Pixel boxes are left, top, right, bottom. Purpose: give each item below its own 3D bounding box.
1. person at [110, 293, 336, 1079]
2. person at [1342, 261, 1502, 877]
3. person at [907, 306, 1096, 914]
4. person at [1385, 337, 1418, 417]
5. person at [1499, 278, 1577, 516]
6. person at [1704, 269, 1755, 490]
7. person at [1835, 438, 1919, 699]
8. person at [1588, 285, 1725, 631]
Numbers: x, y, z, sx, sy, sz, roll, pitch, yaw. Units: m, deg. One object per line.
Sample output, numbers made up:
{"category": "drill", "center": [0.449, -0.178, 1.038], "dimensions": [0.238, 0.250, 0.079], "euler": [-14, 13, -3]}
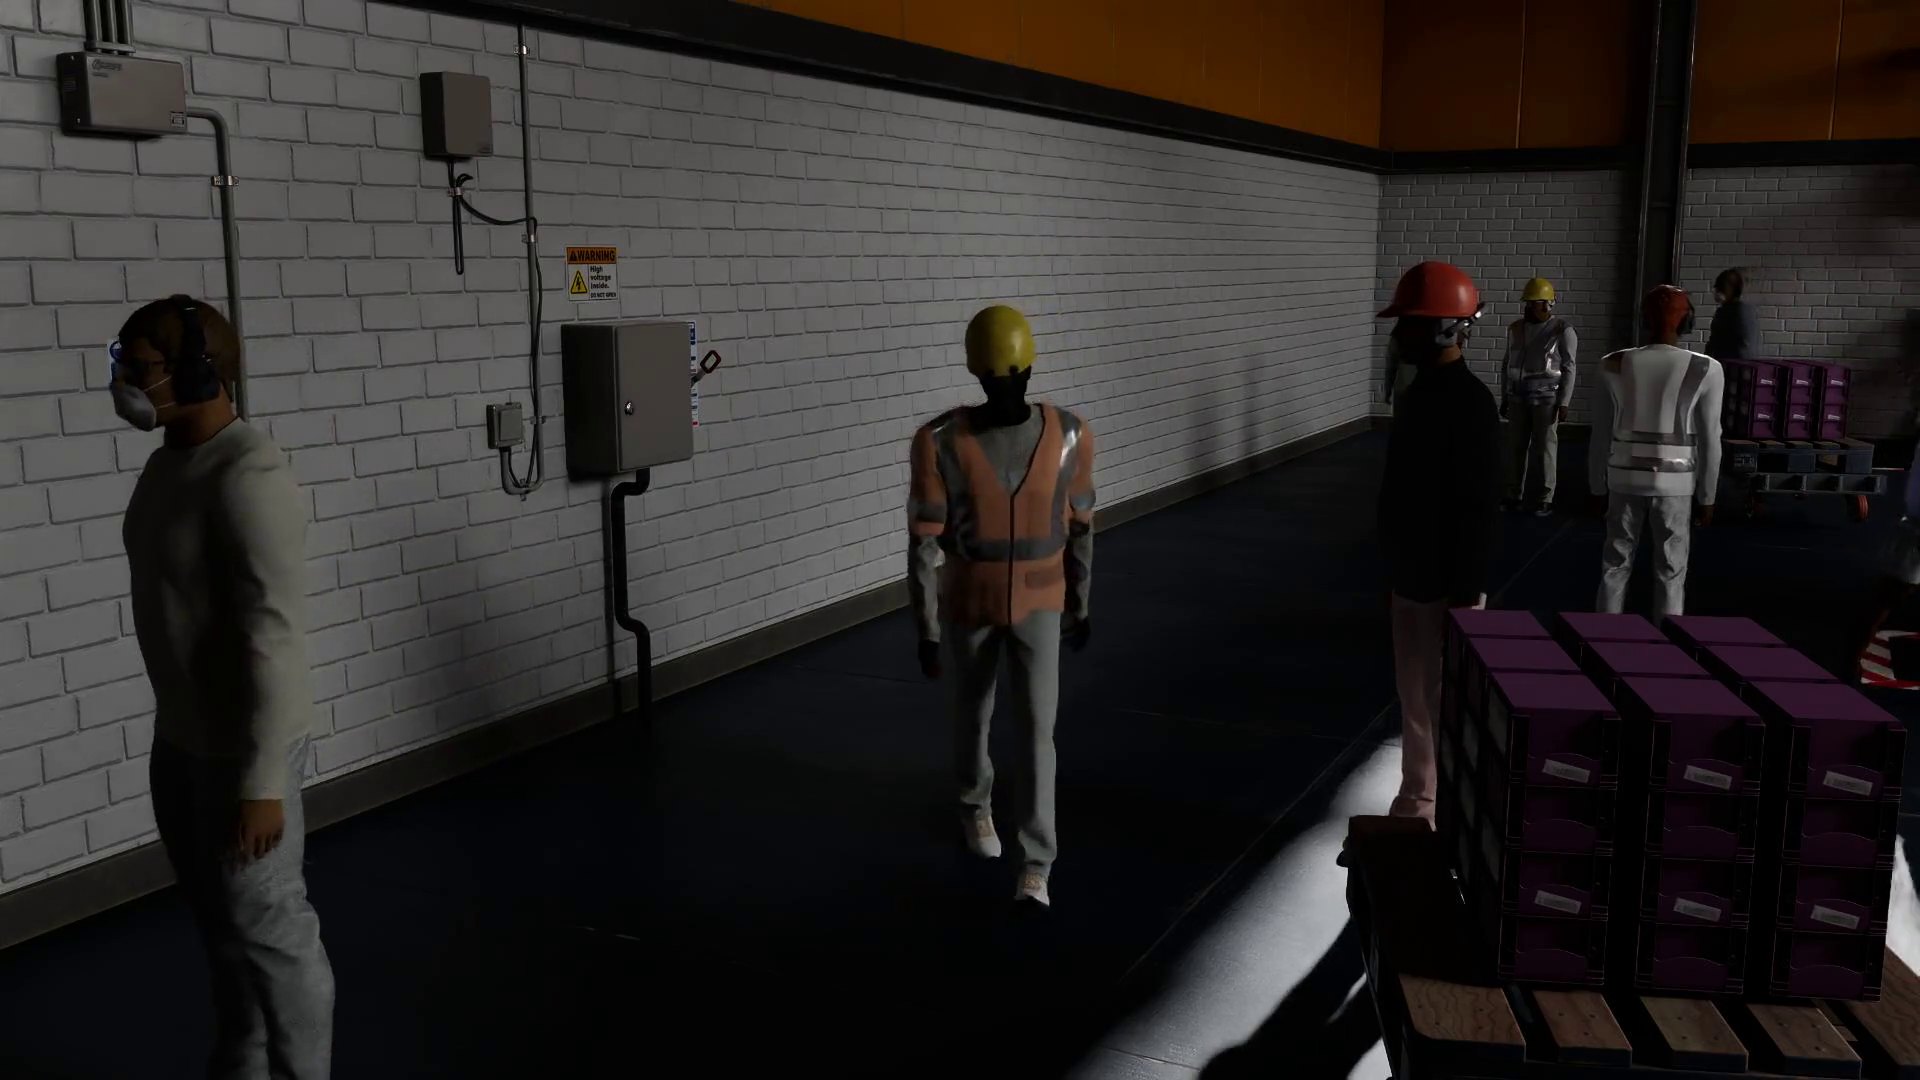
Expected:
{"category": "person", "center": [-1.594, 0.445, 3.598], "dimensions": [0.365, 1.939, 0.634], "euler": [-9, 13, -43]}
{"category": "person", "center": [1.486, 0.126, 5.278], "dimensions": [0.391, 1.995, 0.613], "euler": [-1, 10, -4]}
{"category": "person", "center": [0.138, 0.204, 5.230], "dimensions": [0.613, 1.863, 1.051], "euler": [-1, 10, -6]}
{"category": "person", "center": [3.962, -1.268, 14.512], "dimensions": [0.517, 1.584, 0.852], "euler": [4, 10, 21]}
{"category": "person", "center": [4.429, -1.101, 12.850], "dimensions": [0.404, 1.830, 0.600], "euler": [-8, 13, -39]}
{"category": "person", "center": [6.426, -1.331, 14.048], "dimensions": [1.003, 1.879, 0.670], "euler": [3, 10, 15]}
{"category": "person", "center": [4.296, -0.129, 7.102], "dimensions": [0.648, 1.864, 0.984], "euler": [-9, 13, -42]}
{"category": "person", "center": [3.214, -0.237, 7.736], "dimensions": [0.591, 1.879, 0.348], "euler": [7, 12, 36]}
